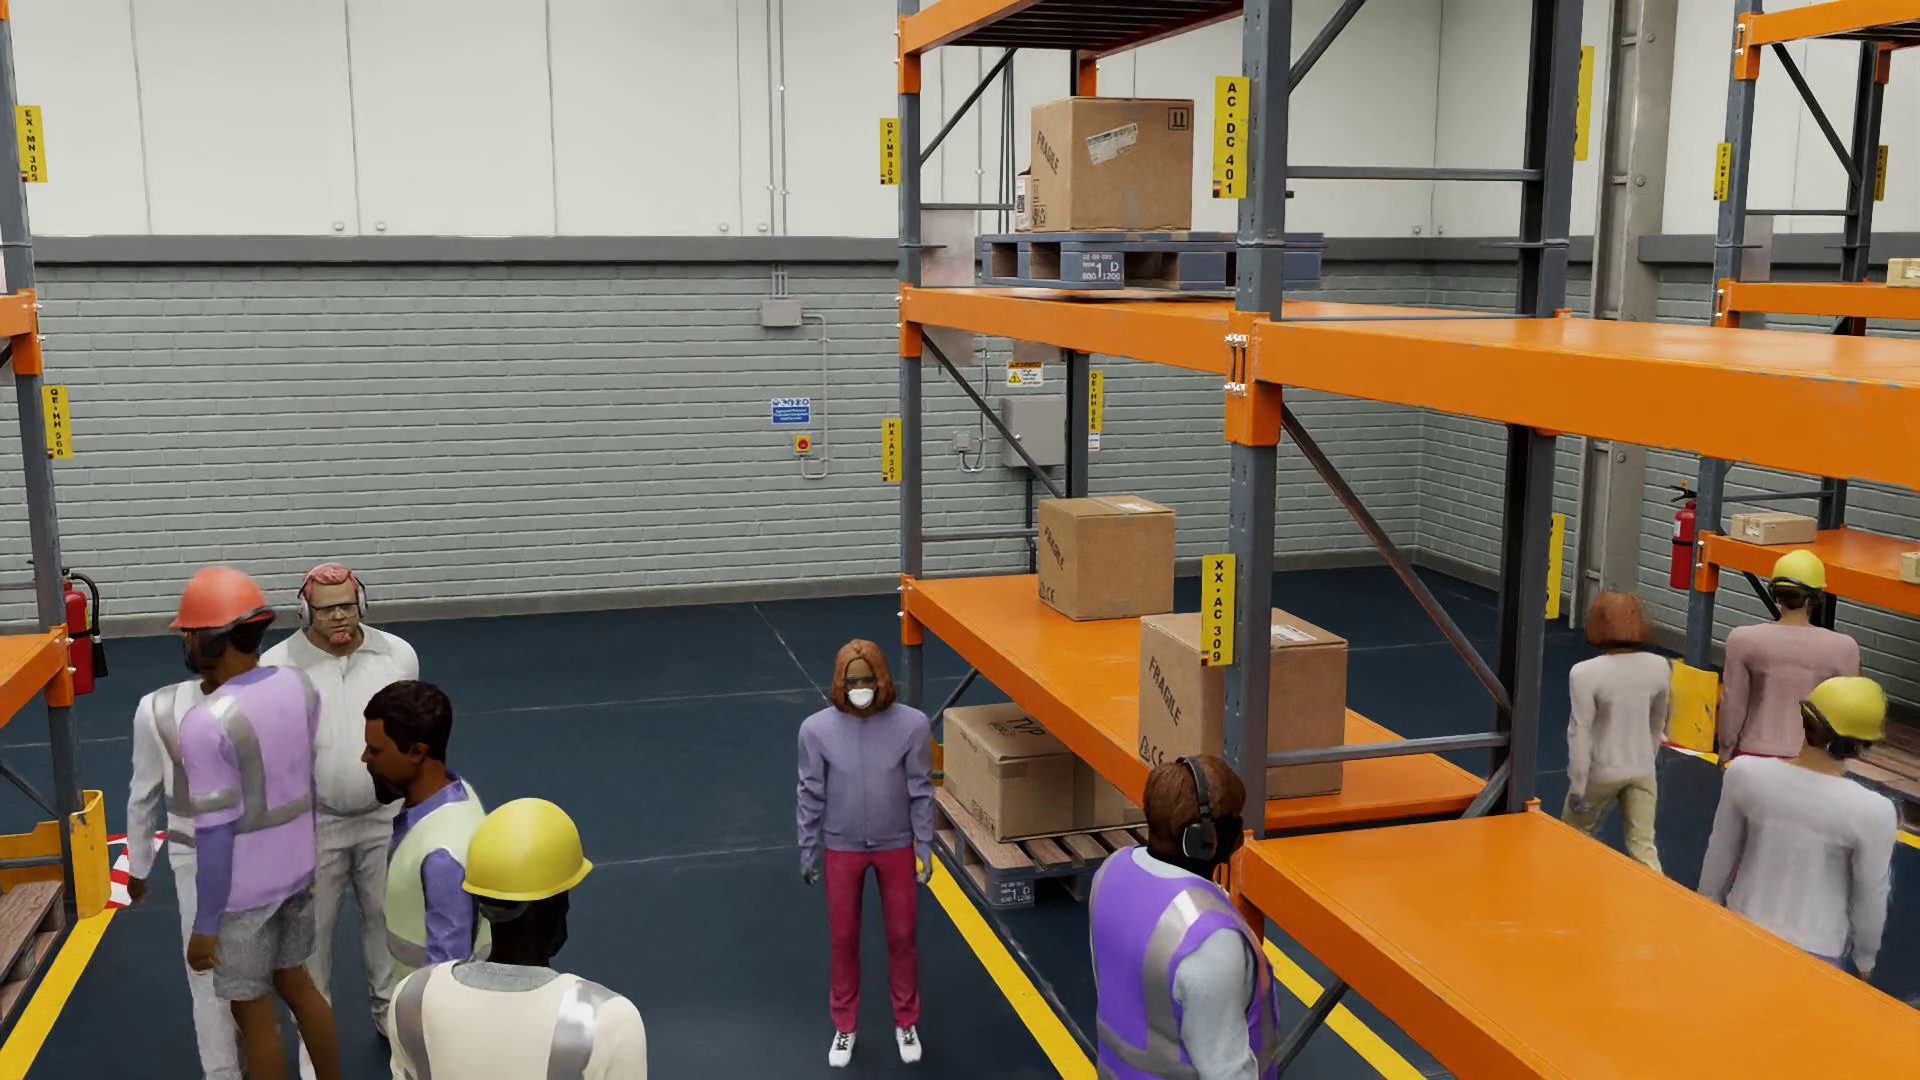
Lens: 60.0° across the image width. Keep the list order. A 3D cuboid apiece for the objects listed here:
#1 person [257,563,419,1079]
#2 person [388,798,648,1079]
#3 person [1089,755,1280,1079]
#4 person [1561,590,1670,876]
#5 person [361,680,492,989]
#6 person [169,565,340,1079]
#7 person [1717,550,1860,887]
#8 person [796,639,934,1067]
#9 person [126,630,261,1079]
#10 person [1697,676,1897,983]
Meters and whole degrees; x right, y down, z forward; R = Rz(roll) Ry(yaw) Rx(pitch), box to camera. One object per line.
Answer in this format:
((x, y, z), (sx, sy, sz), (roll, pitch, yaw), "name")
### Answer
((-2.257, 1.022, 6.130), (0.655, 1.906, 0.407), (-8, 13, -37), "person")
((-0.883, 1.476, 3.486), (0.587, 1.928, 0.363), (3, 10, 15), "person")
((0.552, 1.417, 4.065), (0.429, 1.844, 0.622), (-4, 11, -21), "person")
((2.815, 1.004, 7.141), (0.519, 1.585, 0.874), (-2, 10, -13), "person")
((-1.389, 1.307, 4.510), (0.423, 1.908, 0.595), (-4, 11, -23), "person")
((-2.293, 1.090, 5.381), (0.411, 2.045, 0.613), (2, 10, 10), "person")
((3.528, 0.917, 7.132), (0.528, 1.765, 0.328), (5, 11, 24), "person")
((-0.353, 1.156, 6.174), (0.513, 1.625, 0.287), (-1, 10, -5), "person")
((-2.569, 1.115, 5.821), (0.616, 1.826, 0.957), (-6, 11, -29), "person")
((2.626, 1.259, 5.294), (0.566, 1.727, 0.473), (9, 13, 41), "person")
